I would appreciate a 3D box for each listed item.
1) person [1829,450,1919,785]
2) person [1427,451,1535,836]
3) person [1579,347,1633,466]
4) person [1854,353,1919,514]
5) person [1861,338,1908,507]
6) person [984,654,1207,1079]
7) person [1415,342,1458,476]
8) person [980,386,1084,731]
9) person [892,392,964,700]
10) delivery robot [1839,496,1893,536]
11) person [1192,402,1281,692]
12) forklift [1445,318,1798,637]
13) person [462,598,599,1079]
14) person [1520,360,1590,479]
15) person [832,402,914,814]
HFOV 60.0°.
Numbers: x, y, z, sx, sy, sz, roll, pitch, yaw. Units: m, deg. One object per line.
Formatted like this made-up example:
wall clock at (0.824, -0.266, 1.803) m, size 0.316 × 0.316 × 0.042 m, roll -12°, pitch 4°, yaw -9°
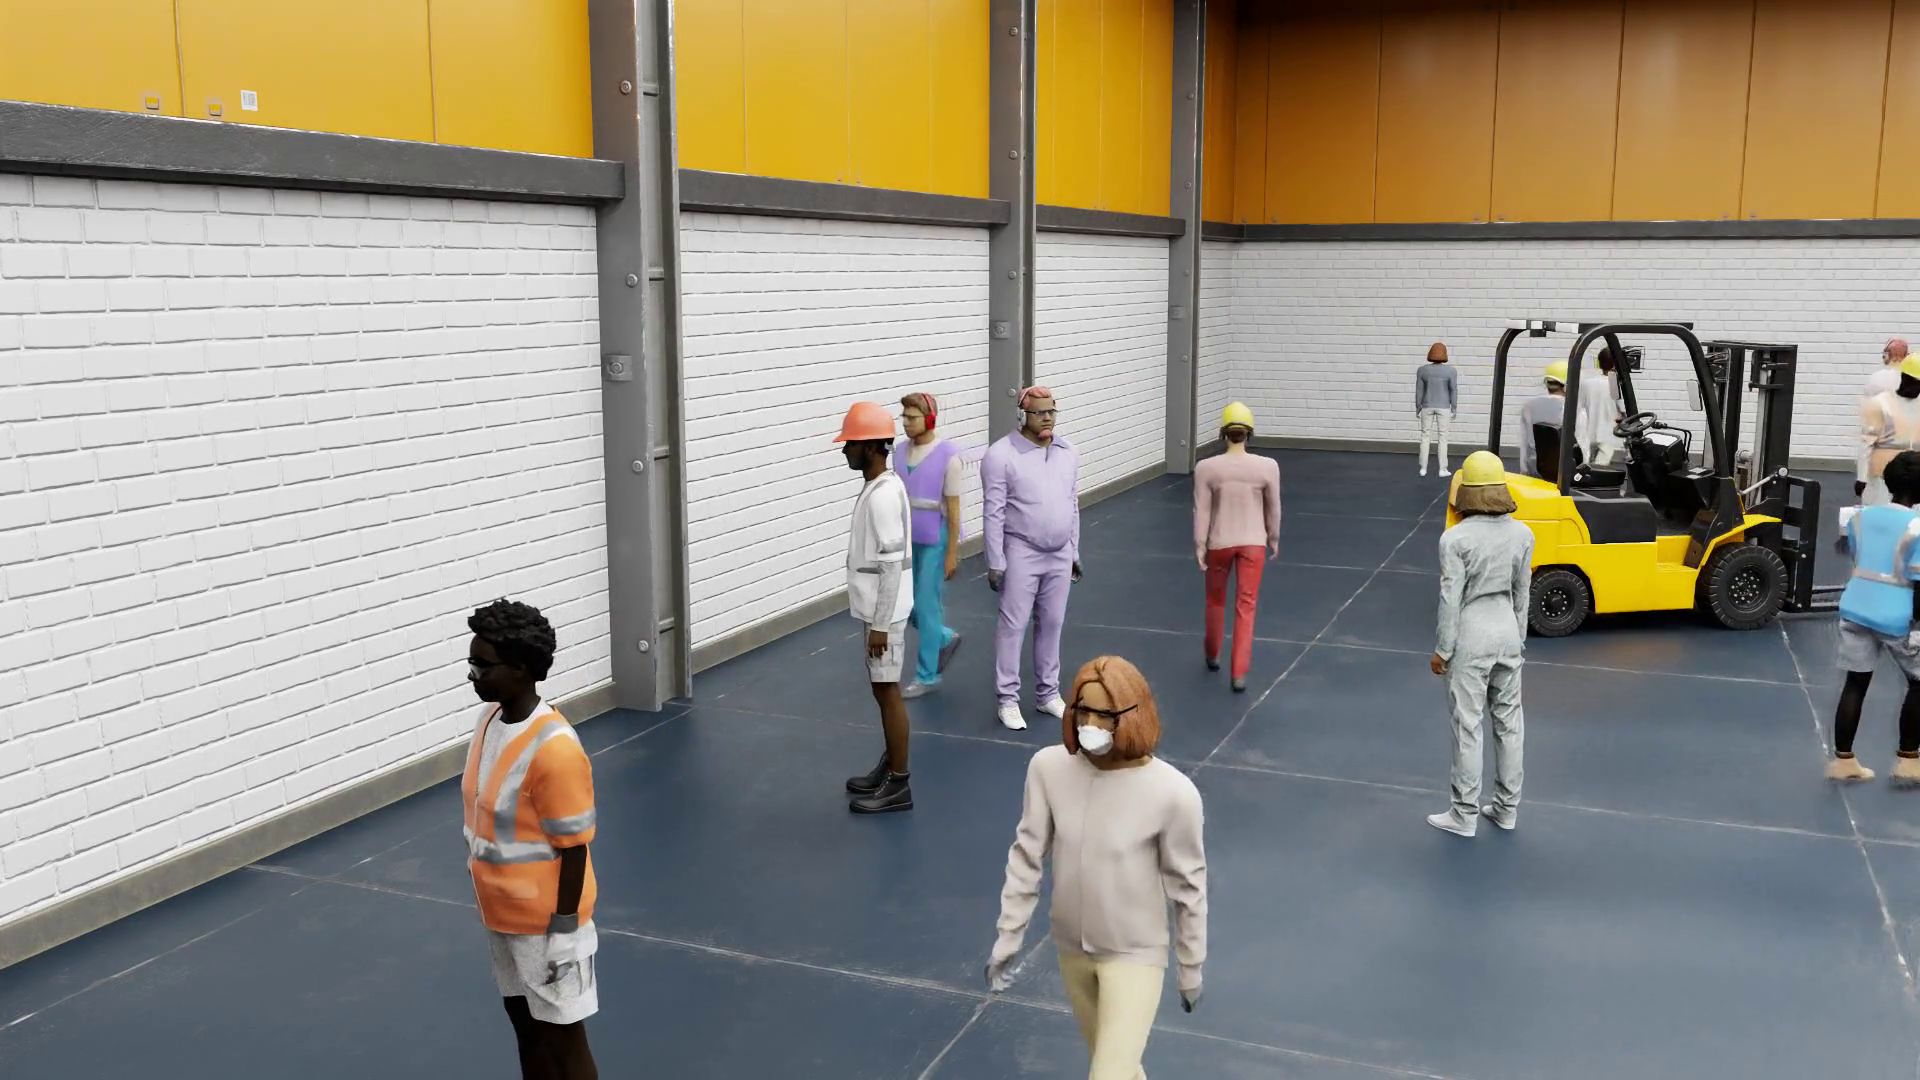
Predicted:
person at (4.616, 0.390, 8.188) m, size 0.613 × 1.674 × 0.541 m, roll -4°, pitch 10°, yaw -21°
person at (2.343, 0.467, 7.522) m, size 0.487 × 1.741 × 0.313 m, roll -3°, pitch 10°, yaw -19°
person at (6.075, -0.915, 15.654) m, size 1.006 × 1.817 × 0.540 m, roll -6°, pitch 11°, yaw -30°
person at (7.393, -0.529, 13.102) m, size 0.714 × 1.888 × 0.486 m, roll -1°, pitch 9°, yaw -4°
person at (8.974, -0.992, 15.949) m, size 0.641 × 1.877 × 0.820 m, roll 1°, pitch 9°, yaw 5°
person at (0.329, 1.084, 4.235) m, size 0.507 × 1.593 × 0.849 m, roll 8°, pitch 12°, yaw 39°
person at (5.810, -1.590, 20.298) m, size 0.507 × 1.636 × 0.273 m, roll 5°, pitch 11°, yaw 27°
person at (0.428, 0.093, 9.280) m, size 0.651 × 1.907 × 0.409 m, roll -6°, pitch 11°, yaw -34°
person at (-0.181, 0.024, 9.948) m, size 0.526 × 1.831 × 0.564 m, roll -9°, pitch 13°, yaw -43°
delivery robot at (8.075, -0.146, 14.538) m, size 0.477 × 0.478 × 0.707 m, roll -4°, pitch 10°, yaw -23°
person at (1.702, 0.021, 10.264) m, size 0.533 × 1.731 × 0.864 m, roll 2°, pitch 10°, yaw 9°
forklift at (4.706, -0.497, 11.990) m, size 2.313 × 2.155 × 1.214 m, roll -2°, pitch 10°, yaw -10°
person at (-1.159, 0.991, 4.474) m, size 0.317 × 1.695 × 0.540 m, roll -7°, pitch 12°, yaw -38°
person at (4.858, -0.578, 13.679) m, size 0.810 × 1.803 × 0.598 m, roll -6°, pitch 11°, yaw -34°
person at (-0.407, 0.318, 7.827) m, size 0.376 × 1.935 × 0.550 m, roll -1°, pitch 9°, yaw -4°
